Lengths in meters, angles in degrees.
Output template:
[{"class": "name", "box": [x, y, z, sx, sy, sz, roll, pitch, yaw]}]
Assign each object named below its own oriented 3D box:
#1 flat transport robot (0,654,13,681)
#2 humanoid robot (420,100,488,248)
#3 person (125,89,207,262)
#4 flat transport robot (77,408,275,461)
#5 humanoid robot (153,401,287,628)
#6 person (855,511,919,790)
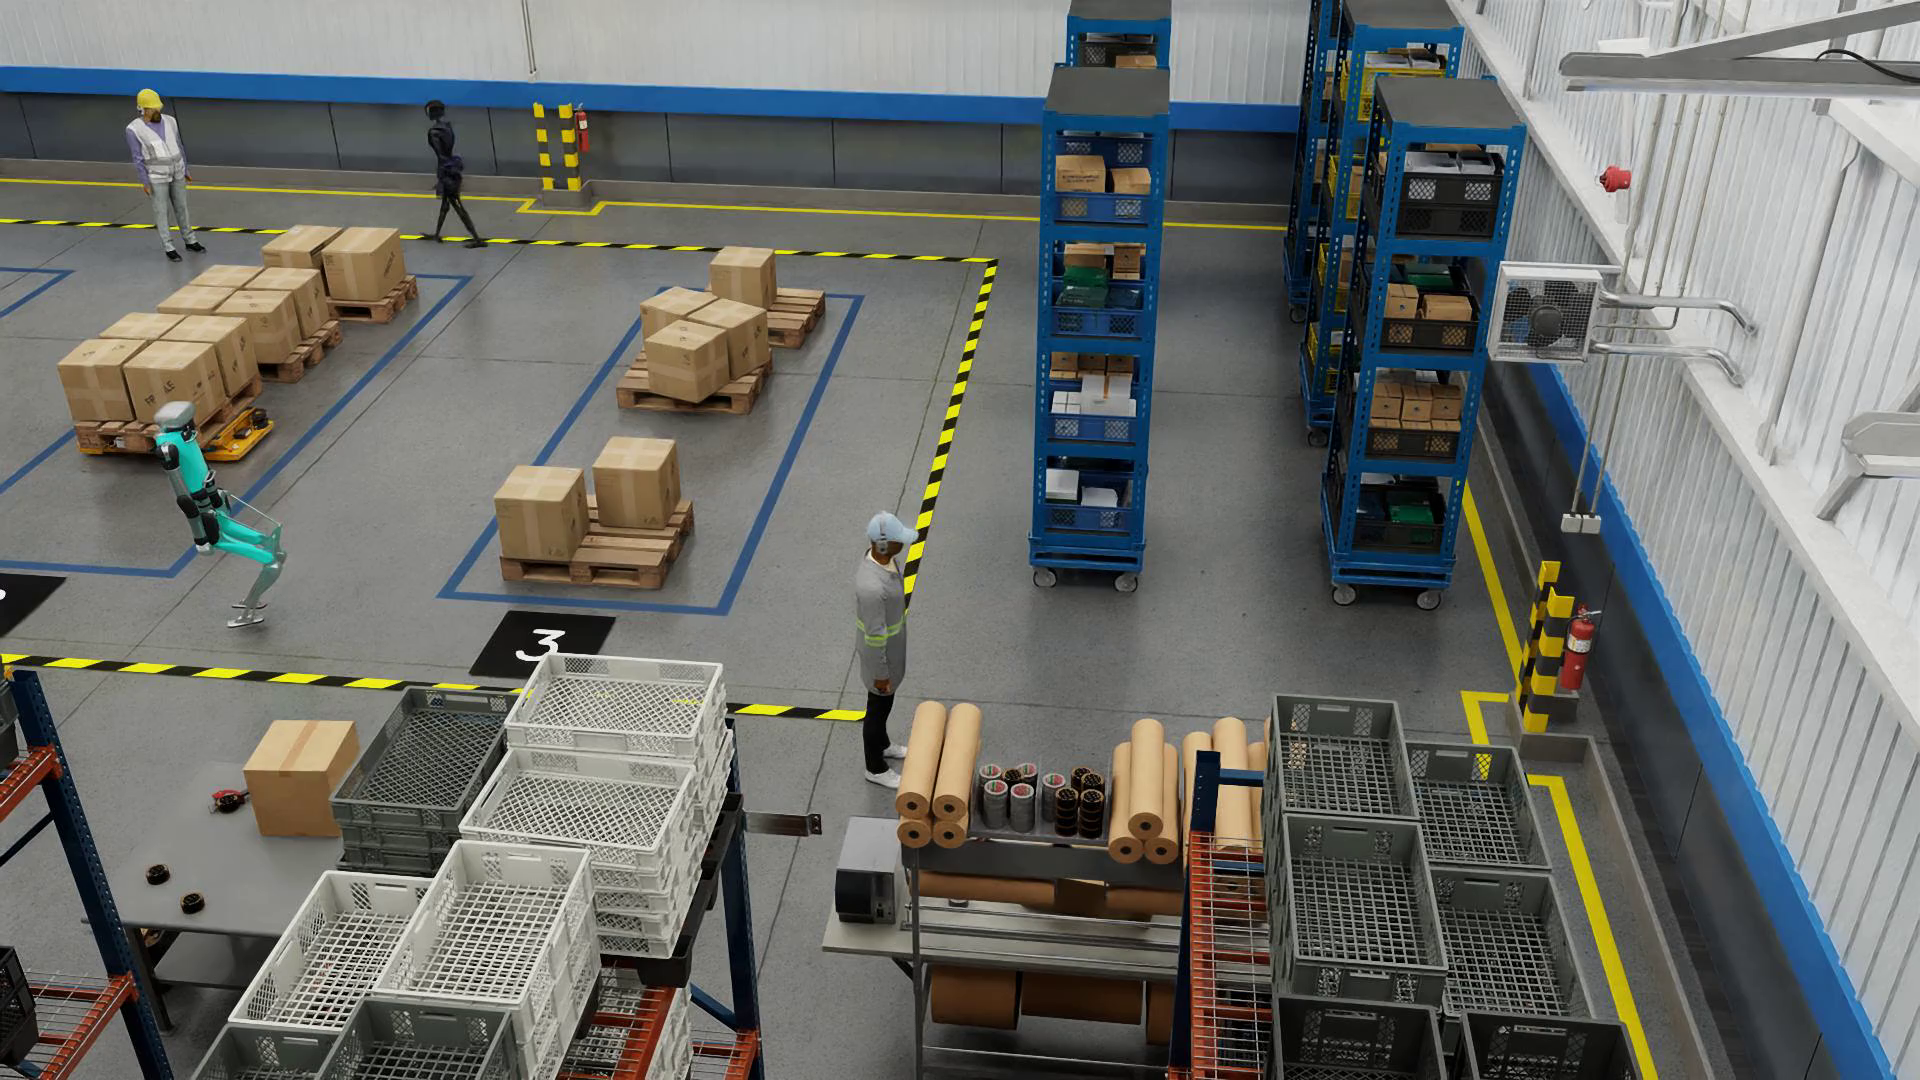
[{"class": "flat transport robot", "box": [-7.142, 0.969, 11.010, 1.431, 0.231, 0.659, 3, 30, 6]}, {"class": "humanoid robot", "box": [-5.634, -3.971, 18.126, 0.757, 1.629, 0.610, -2, 30, -3]}, {"class": "person", "box": [-8.532, -3.926, 17.859, 0.404, 1.834, 0.589, 18, 35, 27]}, {"class": "flat transport robot", "box": [-6.728, -0.944, 14.268, 1.431, 0.197, 0.652, 3, 30, 6]}, {"class": "humanoid robot", "box": [-4.971, -0.180, 11.393, 0.735, 1.673, 0.533, -4, 30, -7]}, {"class": "person", "box": [-0.428, 0.645, 9.992, 0.390, 1.850, 0.599, 2, 30, 4]}]
